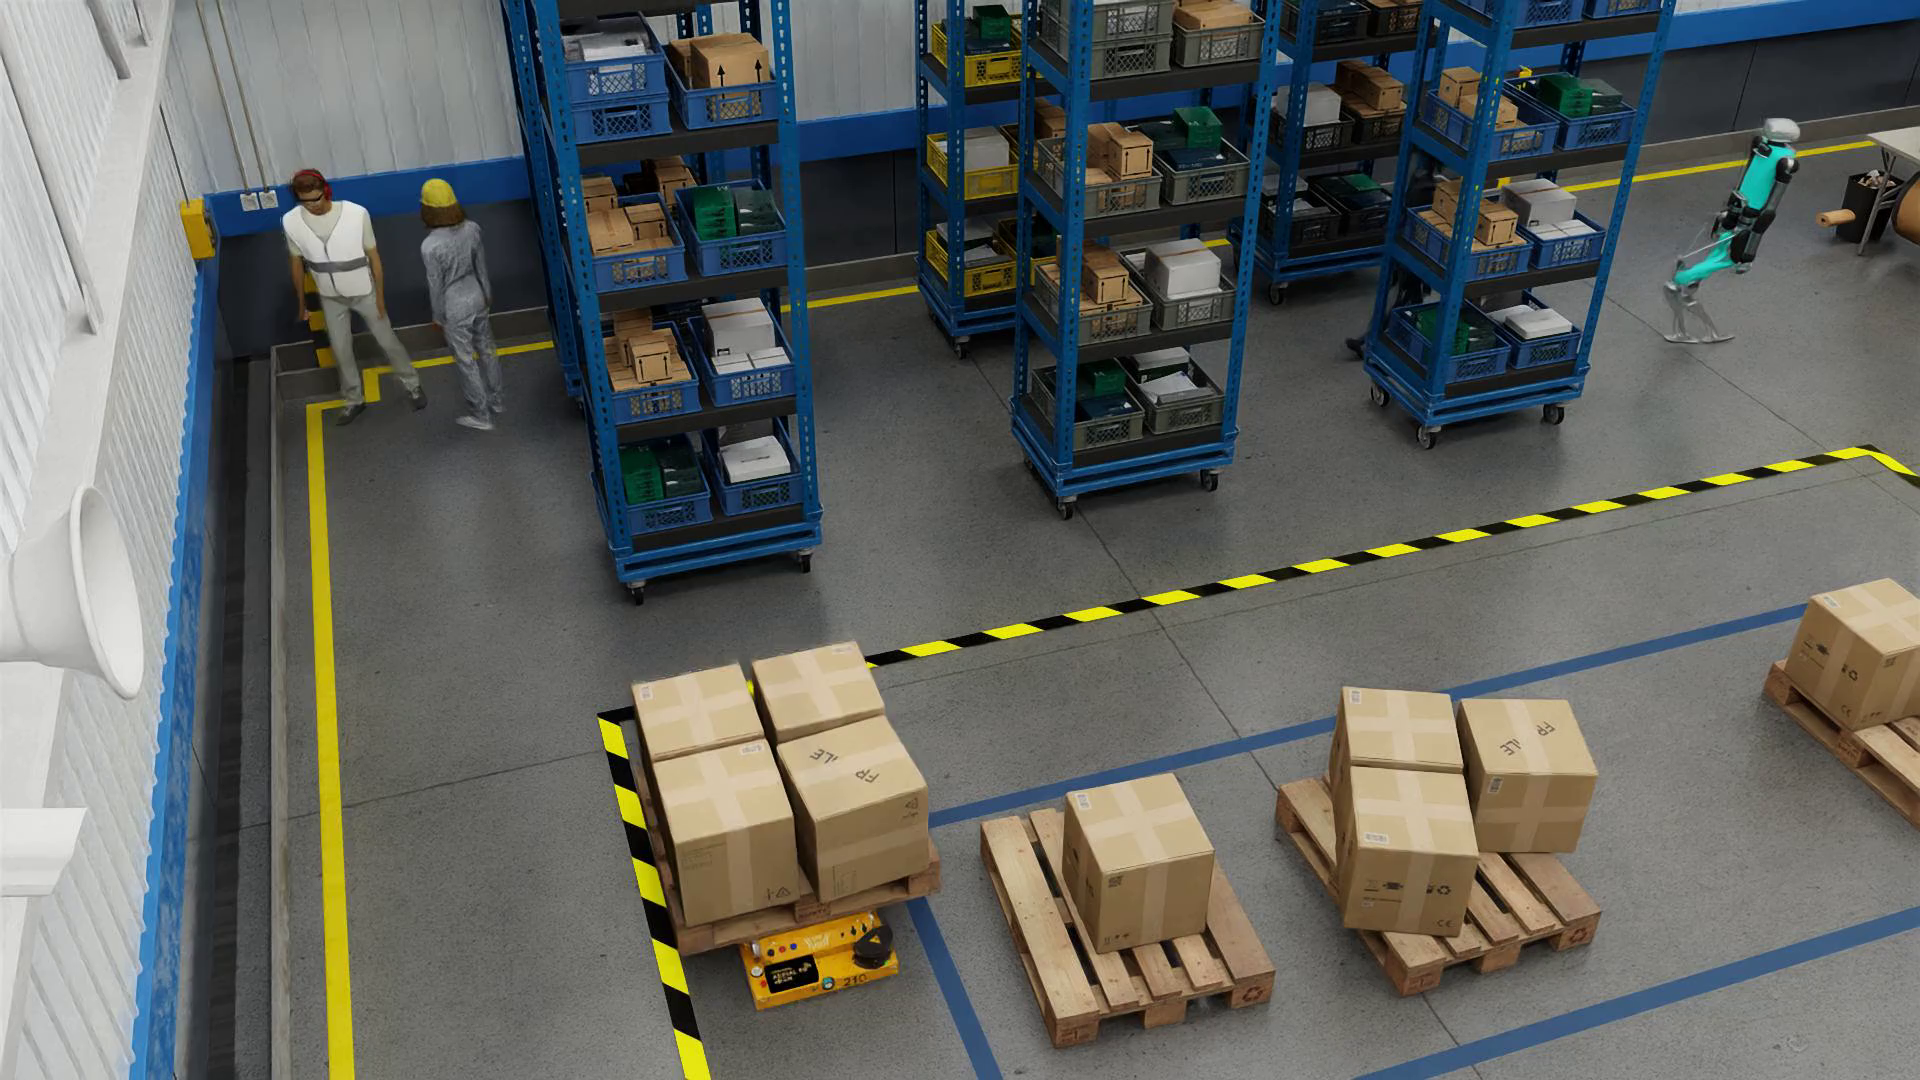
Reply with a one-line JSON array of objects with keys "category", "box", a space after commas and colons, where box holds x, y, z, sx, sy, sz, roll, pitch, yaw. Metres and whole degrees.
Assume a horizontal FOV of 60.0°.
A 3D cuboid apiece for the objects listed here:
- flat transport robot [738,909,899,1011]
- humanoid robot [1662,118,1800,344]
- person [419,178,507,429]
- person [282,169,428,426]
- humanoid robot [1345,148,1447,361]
[{"category": "flat transport robot", "box": [-0.808, 1.537, 7.852, 0.652, 0.197, 1.431, -11, 37, -15]}, {"category": "humanoid robot", "box": [5.325, -2.101, 11.771, 0.851, 1.775, 0.540, 0, 35, -1]}, {"category": "person", "box": [-3.307, -1.558, 10.987, 0.323, 1.741, 0.492, 19, 39, 24]}, {"category": "person", "box": [-4.037, -1.637, 11.026, 0.729, 1.823, 0.509, -2, 35, -3]}, {"category": "humanoid robot", "box": [3.152, -2.039, 11.763, 0.745, 1.637, 0.609, -4, 35, -6]}]
